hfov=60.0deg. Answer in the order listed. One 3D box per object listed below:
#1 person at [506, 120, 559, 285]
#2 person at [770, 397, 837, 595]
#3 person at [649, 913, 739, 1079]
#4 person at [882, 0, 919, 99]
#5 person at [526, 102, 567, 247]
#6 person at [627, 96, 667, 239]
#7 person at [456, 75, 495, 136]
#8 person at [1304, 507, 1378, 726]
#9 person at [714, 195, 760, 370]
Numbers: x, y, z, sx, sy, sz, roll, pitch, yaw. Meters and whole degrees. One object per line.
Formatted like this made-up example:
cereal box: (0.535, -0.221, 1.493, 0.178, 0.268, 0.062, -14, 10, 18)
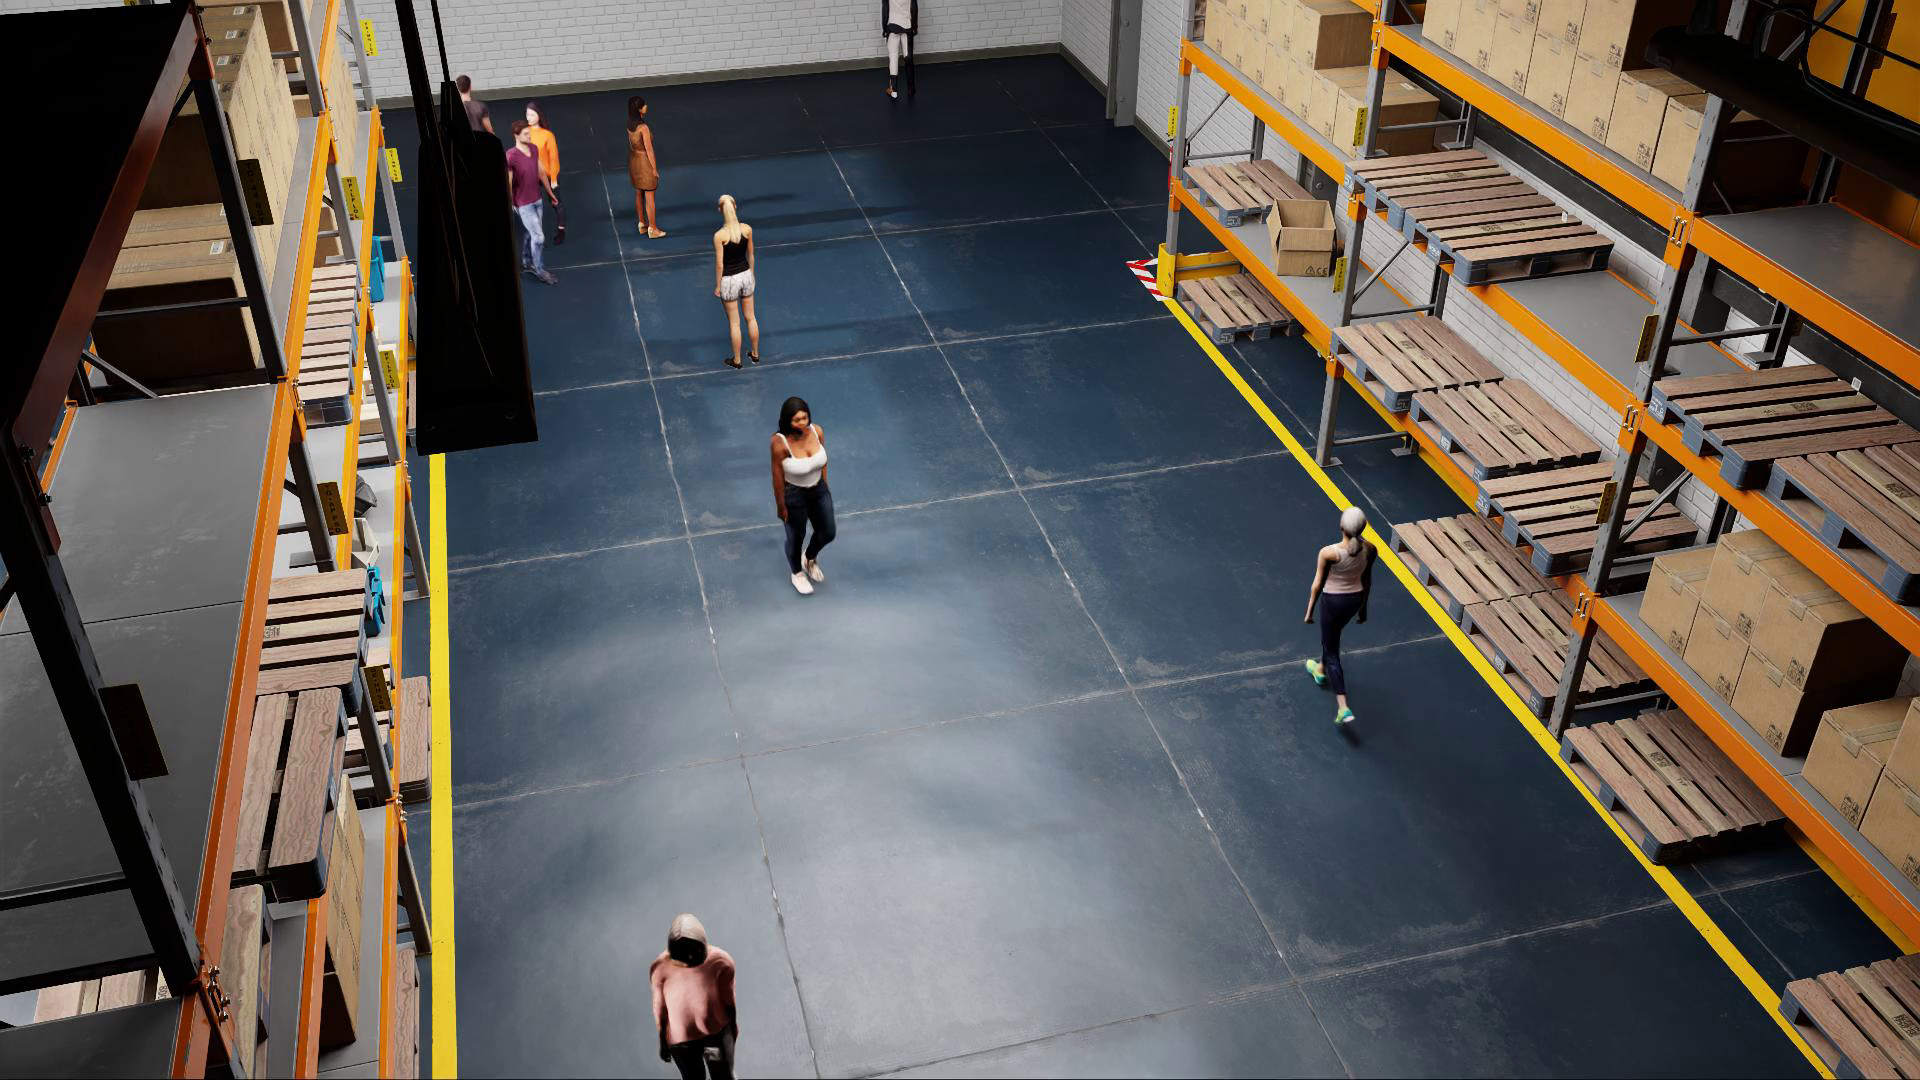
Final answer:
person: (-4.876, -3.786, 18.490, 0.981, 1.828, 0.935, 13, 36, 19)
person: (-1.323, -0.395, 13.413, 0.748, 1.800, 0.755, -21, 39, -28)
person: (-1.422, 2.583, 9.007, 0.648, 1.717, 0.722, -4, 34, -6)
person: (-0.854, -7.280, 23.684, 0.681, 1.897, 0.587, -6, 34, -10)
person: (-4.779, -4.250, 19.276, 0.865, 1.730, 0.941, 14, 36, 19)
person: (-3.713, -4.373, 19.496, 0.692, 1.690, 0.580, -26, 42, -34)
person: (-5.683, -4.521, 19.585, 0.835, 1.839, 0.811, -22, 39, -29)
person: (2.788, 0.562, 12.090, 0.641, 1.671, 1.140, -7, 34, -10)
person: (-2.242, -2.604, 16.695, 0.677, 1.847, 0.642, -21, 39, -28)
